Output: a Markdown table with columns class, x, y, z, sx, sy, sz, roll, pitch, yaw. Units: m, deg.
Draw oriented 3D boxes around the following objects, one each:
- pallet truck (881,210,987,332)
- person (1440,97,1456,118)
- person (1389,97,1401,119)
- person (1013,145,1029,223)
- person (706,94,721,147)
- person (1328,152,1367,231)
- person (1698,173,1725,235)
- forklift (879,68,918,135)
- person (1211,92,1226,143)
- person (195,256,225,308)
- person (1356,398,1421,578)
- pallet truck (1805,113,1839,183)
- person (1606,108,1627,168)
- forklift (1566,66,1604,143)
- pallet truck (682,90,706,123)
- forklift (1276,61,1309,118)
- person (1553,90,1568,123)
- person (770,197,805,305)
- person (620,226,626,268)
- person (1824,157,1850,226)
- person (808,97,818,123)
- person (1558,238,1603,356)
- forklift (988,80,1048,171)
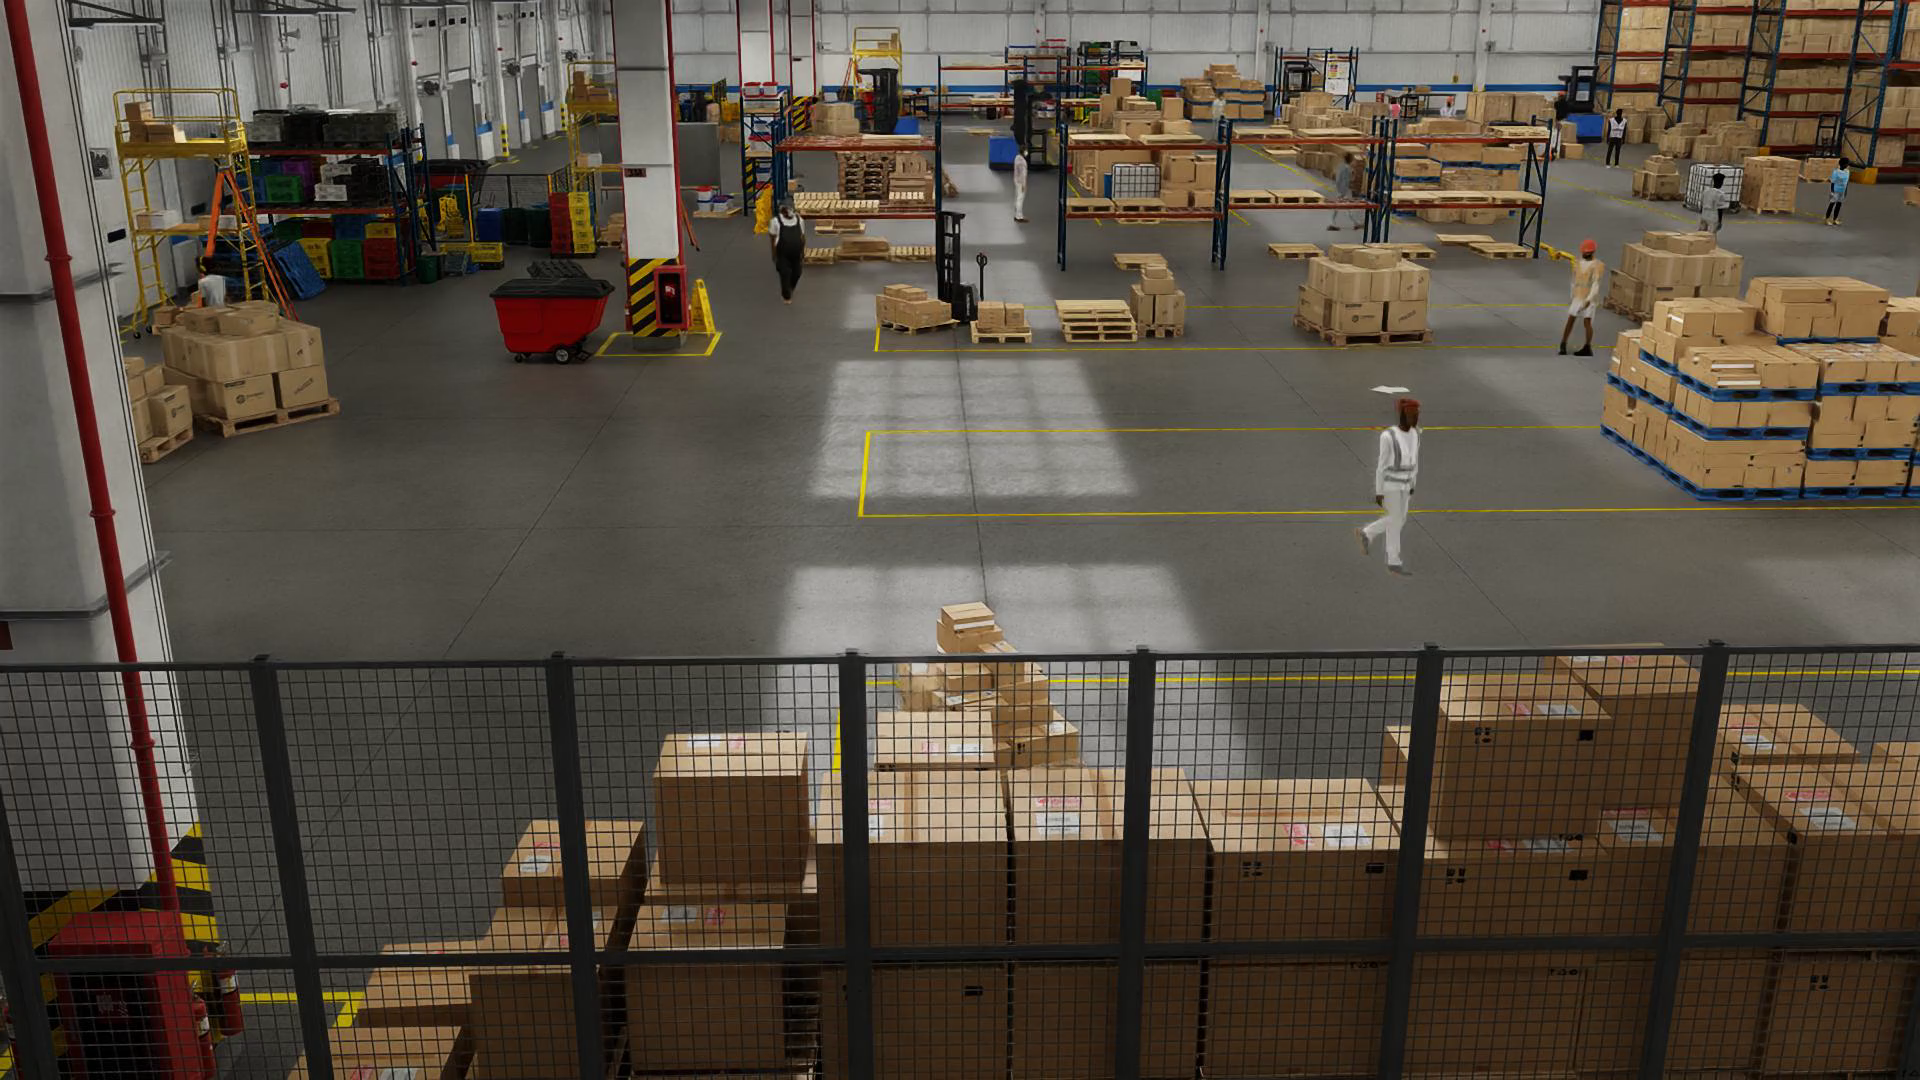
| class | x | y | z | sx | sy | sz | roll | pitch | yaw |
| --- | --- | --- | --- | --- | --- | --- | --- | --- | --- |
| pallet truck | -0.493 | -4.759 | 29.349 | 1.885 | 1.965 | 0.823 | -13 | 23 | -34 |
| person | 17.603 | -15.069 | 60.100 | 0.549 | 1.899 | 0.967 | 5 | 19 | 16 |
| person | 15.674 | -15.143 | 60.394 | 0.627 | 1.845 | 0.429 | -8 | 20 | -23 |
| person | 1.539 | -9.012 | 42.060 | 0.369 | 1.936 | 0.630 | -3 | 19 | -9 |
| person | -9.076 | -15.355 | 60.912 | 0.407 | 1.921 | 0.620 | 14 | 23 | 36 |
| person | 9.477 | -8.479 | 40.539 | 0.976 | 1.893 | 0.661 | -1 | 19 | -2 |
| person | 16.161 | -6.904 | 35.793 | 0.386 | 1.950 | 0.606 | -6 | 19 | -17 |
| forklift | -2.566 | -15.673 | 60.368 | 1.873 | 2.768 | 1.129 | -10 | 21 | -26 |
| person | 9.742 | -15.896 | 62.543 | 0.647 | 1.890 | 0.793 | -12 | 22 | -32 |
| person | -11.526 | -3.488 | 25.824 | 0.502 | 1.847 | 0.564 | 8 | 20 | 22 |
| person | 4.441 | -0.583 | 17.182 | 0.588 | 1.865 | 0.743 | -14 | 23 | -36 |
| pallet truck | 26.403 | -11.957 | 50.702 | 0.823 | 1.965 | 1.885 | 6 | 19 | 16 |
| person | 21.366 | -13.088 | 54.196 | 0.593 | 1.911 | 0.383 | 1 | 19 | 4 |
| forklift | 23.327 | -16.364 | 62.415 | 1.129 | 2.768 | 1.873 | -3 | 19 | -7 |
| pallet truck | -9.671 | -15.907 | 62.421 | 0.823 | 1.965 | 1.885 | 5 | 19 | 15 |
| forklift | 13.228 | -17.502 | 65.791 | 1.129 | 2.768 | 1.873 | -1 | 19 | -1 |
| person | 22.407 | -15.789 | 62.139 | 0.626 | 1.961 | 0.948 | -4 | 19 | -11 |
| person | -3.252 | -5.503 | 31.491 | 0.692 | 2.000 | 0.704 | -8 | 20 | -22 |
| person | -6.075 | -5.313 | 31.111 | 0.623 | 1.913 | 0.502 | -15 | 24 | -38 |
| person | 21.908 | -8.689 | 41.486 | 0.530 | 1.689 | 0.322 | -7 | 20 | -20 |
| person | -5.467 | -15.945 | 63.070 | 0.536 | 1.663 | 0.852 | -16 | 24 | -40 |
| person | 10.128 | -3.951 | 27.076 | 0.434 | 1.919 | 0.544 | -15 | 24 | -38 |
| forklift | 1.865 | -13.266 | 53.226 | 1.873 | 2.768 | 1.129 | 0 | 19 | -1 |
